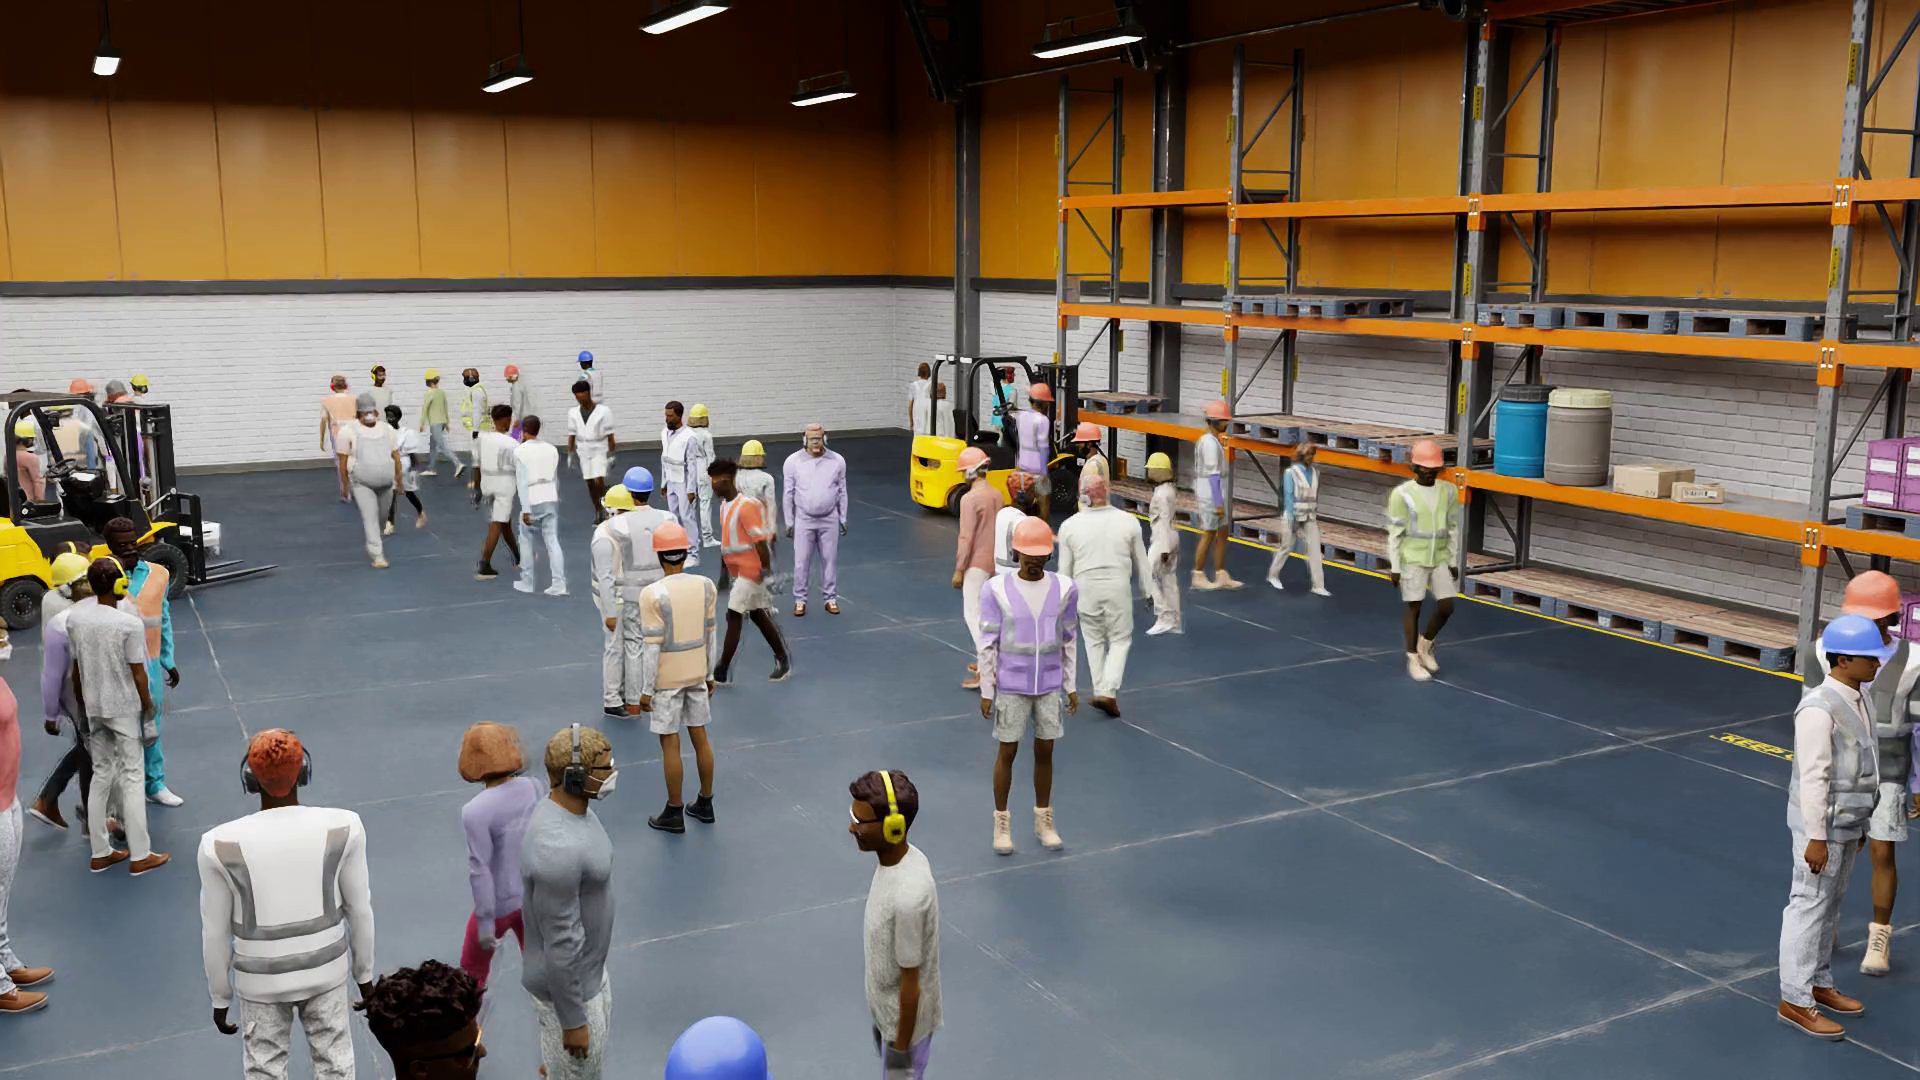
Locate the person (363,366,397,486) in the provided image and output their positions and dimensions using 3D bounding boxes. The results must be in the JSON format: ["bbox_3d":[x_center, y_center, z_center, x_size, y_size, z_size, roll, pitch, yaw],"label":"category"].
[{"bbox_3d":[-8.833,-1.726,25.337,0.322,1.860,0.519,8,13,40],"label":"person"}]

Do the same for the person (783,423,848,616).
[{"bbox_3d":[-1.415,-0.199,16.400,0.654,1.904,0.407,-3,10,-15],"label":"person"}]

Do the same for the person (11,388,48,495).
[{"bbox_3d":[-11.096,-0.830,19.853,0.364,1.965,0.609,-3,10,-17],"label":"person"}]

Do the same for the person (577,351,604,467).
[{"bbox_3d":[-6.174,-2.188,27.762,0.416,1.939,0.604,3,10,19],"label":"person"}]

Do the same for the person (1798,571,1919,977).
[{"bbox_3d":[4.493,1.148,8.304,0.612,2.030,0.410,8,12,37],"label":"person"}]

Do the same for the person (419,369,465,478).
[{"bbox_3d":[-8.248,-1.853,26.415,0.849,1.731,0.522,2,10,12],"label":"person"}]

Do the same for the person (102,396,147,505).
[{"bbox_3d":[-9.540,-0.686,19.110,0.377,1.936,0.549,3,10,16],"label":"person"}]

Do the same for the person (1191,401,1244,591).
[{"bbox_3d":[2.722,-0.458,17.543,0.565,2.023,0.652,2,10,11],"label":"person"}]

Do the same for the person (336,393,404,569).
[{"bbox_3d":[-6.771,-0.740,19.124,0.693,2.000,1.017,-9,14,-43],"label":"person"}]

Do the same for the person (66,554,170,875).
[{"bbox_3d":[-4.870,1.007,9.594,0.507,1.864,0.331,2,10,13],"label":"person"}]

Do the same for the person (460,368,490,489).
[{"bbox_3d":[-7.353,-1.697,25.248,0.429,1.832,0.638,-3,10,-19],"label":"person"}]

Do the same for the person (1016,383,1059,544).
[{"bbox_3d":[0.910,-0.906,20.203,0.769,2.004,0.679,-7,12,-37],"label":"person"}]

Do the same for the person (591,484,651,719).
[{"bbox_3d":[-2.620,0.468,12.809,0.403,1.818,0.606,1,10,5],"label":"person"}]

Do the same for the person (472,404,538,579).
[{"bbox_3d":[-5.062,-0.555,18.428,0.635,1.907,1.023,6,11,30],"label":"person"}]

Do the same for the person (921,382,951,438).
[{"bbox_3d":[-0.355,-1.636,25.606,0.508,1.578,0.870,8,13,39],"label":"person"}]

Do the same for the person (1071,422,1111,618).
[{"bbox_3d":[1.277,-0.193,16.318,0.399,1.928,0.542,3,10,15],"label":"person"}]

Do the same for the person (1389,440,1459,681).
[{"bbox_3d":[3.882,0.176,13.880,0.651,2.029,0.420,-2,10,-11],"label":"person"}]

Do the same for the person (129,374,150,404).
[{"bbox_3d":[-12.147,-1.574,24.714,0.531,1.767,0.328,10,14,44],"label":"person"}]

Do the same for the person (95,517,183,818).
[{"bbox_3d":[-5.296,0.799,10.616,0.392,1.920,0.593,7,12,35],"label":"person"}]

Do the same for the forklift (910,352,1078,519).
[{"bbox_3d":[0.460,-1.461,22.833,2.313,2.155,1.214,-5,11,-28],"label":"forklift"}]

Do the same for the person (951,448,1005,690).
[{"bbox_3d":[0.186,0.234,13.756,0.600,1.964,0.848,5,11,26],"label":"person"}]

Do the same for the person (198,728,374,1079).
[{"bbox_3d":[-2.436,1.610,6.080,0.579,1.878,0.352,-5,11,-26],"label":"person"}]

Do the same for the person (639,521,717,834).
[{"bbox_3d":[-1.762,0.844,10.312,0.368,1.931,0.552,9,14,43],"label":"person"}]

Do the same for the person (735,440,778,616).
[{"bbox_3d":[-2.038,-0.115,16.393,0.493,1.738,0.321,2,10,10],"label":"person"}]

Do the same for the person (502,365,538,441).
[{"bbox_3d":[-7.418,-2.087,27.885,0.879,1.682,0.566,-4,11,-22],"label":"person"}]

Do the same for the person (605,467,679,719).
[{"bbox_3d":[-2.430,0.405,12.788,0.607,1.951,0.378,-6,11,-30],"label":"person"}]

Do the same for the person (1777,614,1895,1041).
[{"bbox_3d":[4.017,1.295,7.669,0.380,1.950,0.605,9,13,43],"label":"person"}]

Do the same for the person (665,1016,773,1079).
[{"bbox_3d":[-0.530,1.989,3.679,0.616,1.946,0.392,1,10,6],"label":"person"}]

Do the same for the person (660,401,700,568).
[{"bbox_3d":[-3.170,-0.636,18.913,0.384,1.911,0.593,-9,13,-41],"label":"person"}]

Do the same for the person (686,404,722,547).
[{"bbox_3d":[-3.160,-0.786,20.243,0.484,1.744,0.295,6,11,29],"label":"person"}]

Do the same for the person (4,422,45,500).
[{"bbox_3d":[-10.134,-0.402,18.007,0.539,1.754,0.422,5,11,28],"label":"person"}]

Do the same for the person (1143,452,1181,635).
[{"bbox_3d":[1.885,0.044,15.524,0.451,1.731,0.491,3,10,17],"label":"person"}]

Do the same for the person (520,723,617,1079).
[{"bbox_3d":[-1.390,1.598,5.985,0.357,1.932,0.629,-1,10,-8],"label":"person"}]

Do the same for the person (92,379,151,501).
[{"bbox_3d":[-10.409,-1.008,20.668,0.692,2.000,0.786,1,10,6],"label":"person"}]

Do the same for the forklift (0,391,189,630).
[{"bbox_3d":[-9.026,-0.363,16.508,1.214,2.155,2.313,6,11,29],"label":"forklift"}]

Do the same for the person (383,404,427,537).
[{"bbox_3d":[-7.127,-0.911,21.177,0.537,1.663,0.818,2,10,12],"label":"person"}]

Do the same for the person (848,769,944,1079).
[{"bbox_3d":[-0.225,1.680,5.709,0.331,1.863,0.508,-1,10,-6],"label":"person"}]

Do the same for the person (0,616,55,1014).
[{"bbox_3d":[-4.586,1.267,7.871,0.372,1.938,0.630,-4,11,-21],"label":"person"}]

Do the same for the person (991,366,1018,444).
[{"bbox_3d":[0.682,-1.723,25.337,0.397,1.847,0.564,-6,12,-32],"label":"person"}]

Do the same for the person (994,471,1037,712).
[{"bbox_3d":[0.453,0.400,13.009,0.342,1.882,0.586,-3,10,-19],"label":"person"}]

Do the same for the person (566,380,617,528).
[{"bbox_3d":[-4.785,-1.108,21.564,0.638,1.931,0.509,3,10,16],"label":"person"}]

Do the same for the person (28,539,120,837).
[{"bbox_3d":[-5.359,0.919,10.101,0.500,1.856,0.551,-8,13,-39],"label":"person"}]

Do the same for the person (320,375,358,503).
[{"bbox_3d":[-8.851,-1.444,23.802,0.586,1.819,0.624,-7,12,-37],"label":"person"}]

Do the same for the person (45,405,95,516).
[{"bbox_3d":[-11.145,-0.905,20.809,0.603,1.797,0.885,-6,11,-30],"label":"person"}]

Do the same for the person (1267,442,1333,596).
[{"bbox_3d":[3.561,-0.233,17.499,0.522,1.611,0.779,-6,12,-32],"label":"person"}]

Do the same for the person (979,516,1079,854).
[{"bbox_3d":[0.421,0.863,9.897,0.614,2.038,0.396,-2,10,-13],"label":"person"}]

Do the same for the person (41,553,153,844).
[{"bbox_3d":[-5.294,0.958,10.063,0.851,1.787,0.602,4,11,23],"label":"person"}]

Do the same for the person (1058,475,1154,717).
[{"bbox_3d":[1.119,0.434,12.830,0.737,1.878,0.578,1,10,4],"label":"person"}]

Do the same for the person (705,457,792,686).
[{"bbox_3d":[-1.785,0.266,13.773,0.848,1.900,0.636,-3,10,-18],"label":"person"}]

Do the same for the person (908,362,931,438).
[{"bbox_3d":[-0.556,-1.872,26.202,0.515,1.843,0.333,3,10,18],"label":"person"}]

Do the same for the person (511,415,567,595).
[{"bbox_3d":[-4.428,-0.362,17.433,0.841,1.870,0.612,8,13,39],"label":"person"}]

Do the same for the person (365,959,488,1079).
[{"bbox_3d":[-1.236,1.933,3.946,0.367,1.966,0.606,-4,10,-20],"label":"person"}]
